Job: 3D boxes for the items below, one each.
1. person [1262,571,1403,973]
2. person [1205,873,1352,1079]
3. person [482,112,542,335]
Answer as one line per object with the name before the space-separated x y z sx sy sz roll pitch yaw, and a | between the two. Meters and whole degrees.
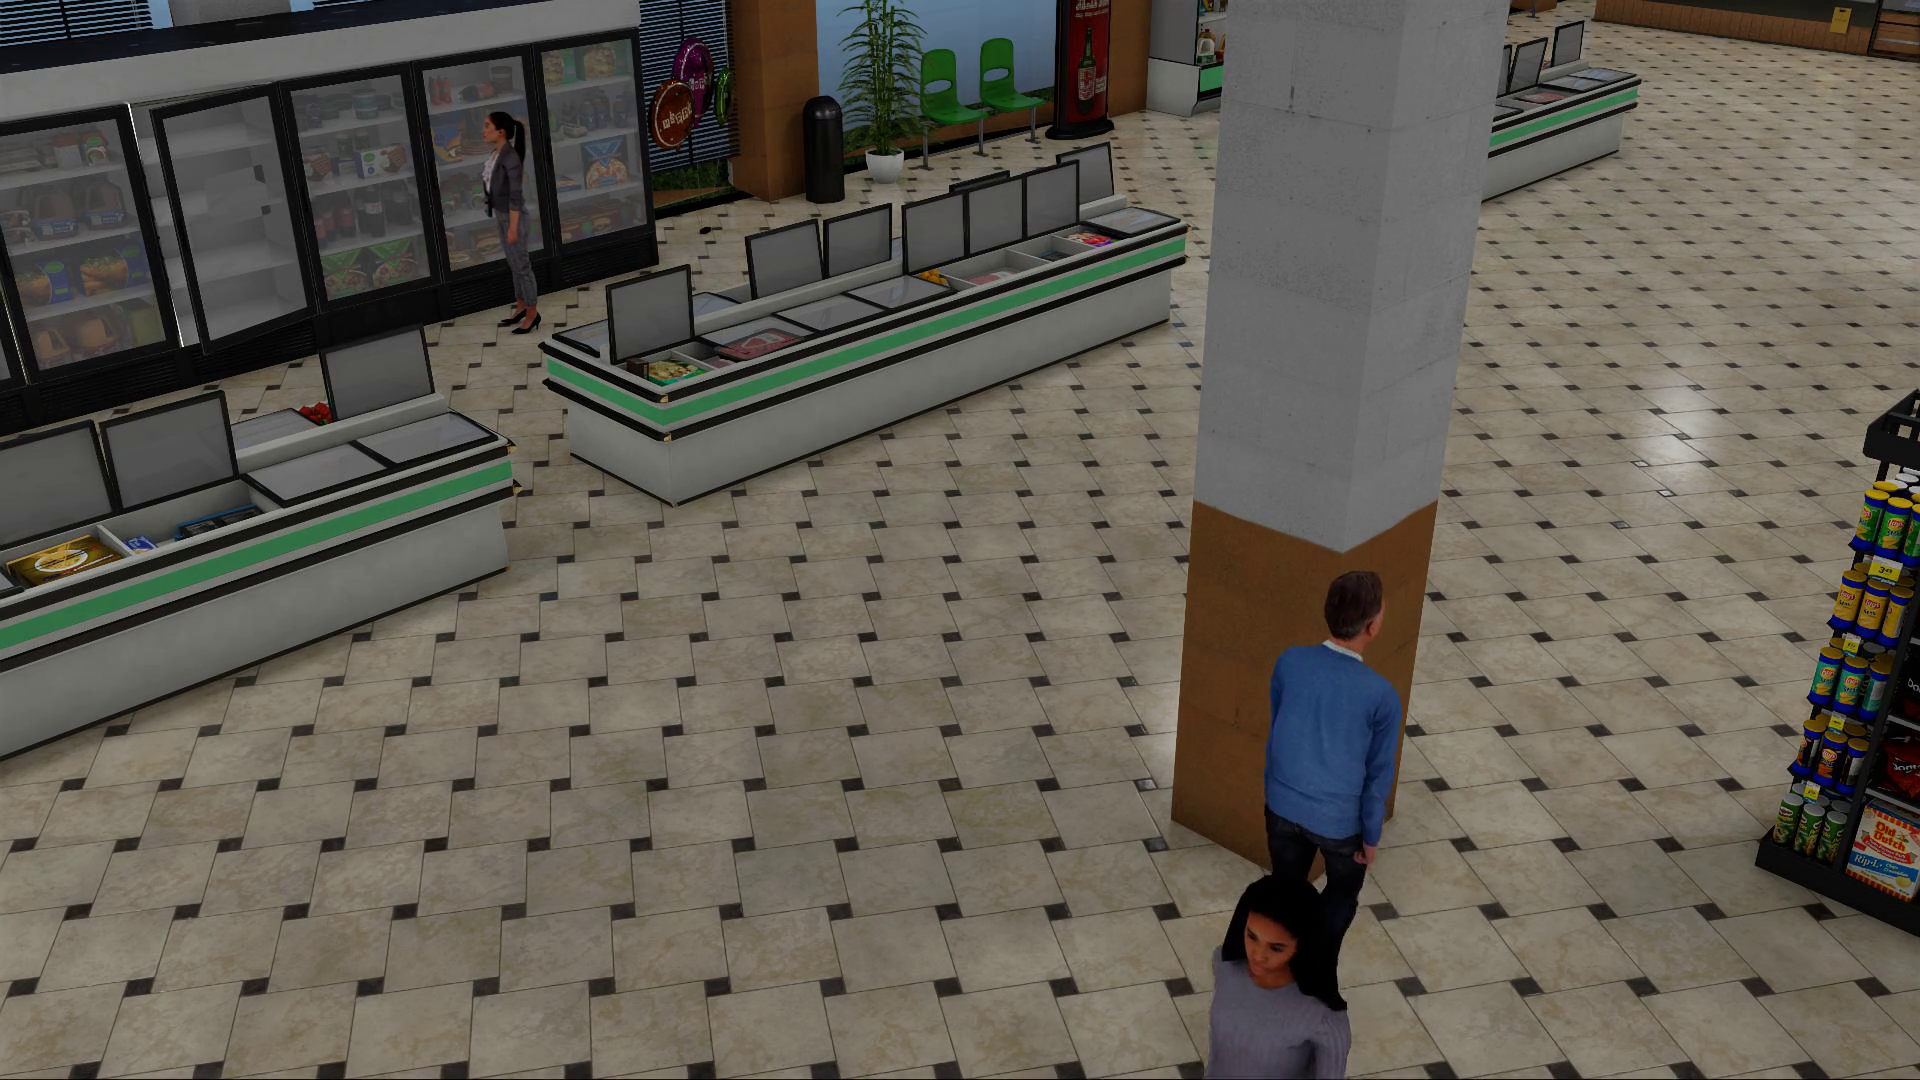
person | 1.229 0.963 5.839 0.735 1.801 0.765 16 31 29
person | 0.948 1.627 4.703 1.148 1.644 0.698 -20 33 -34
person | -3.398 -2.414 12.632 0.689 1.679 0.689 -13 30 -24
